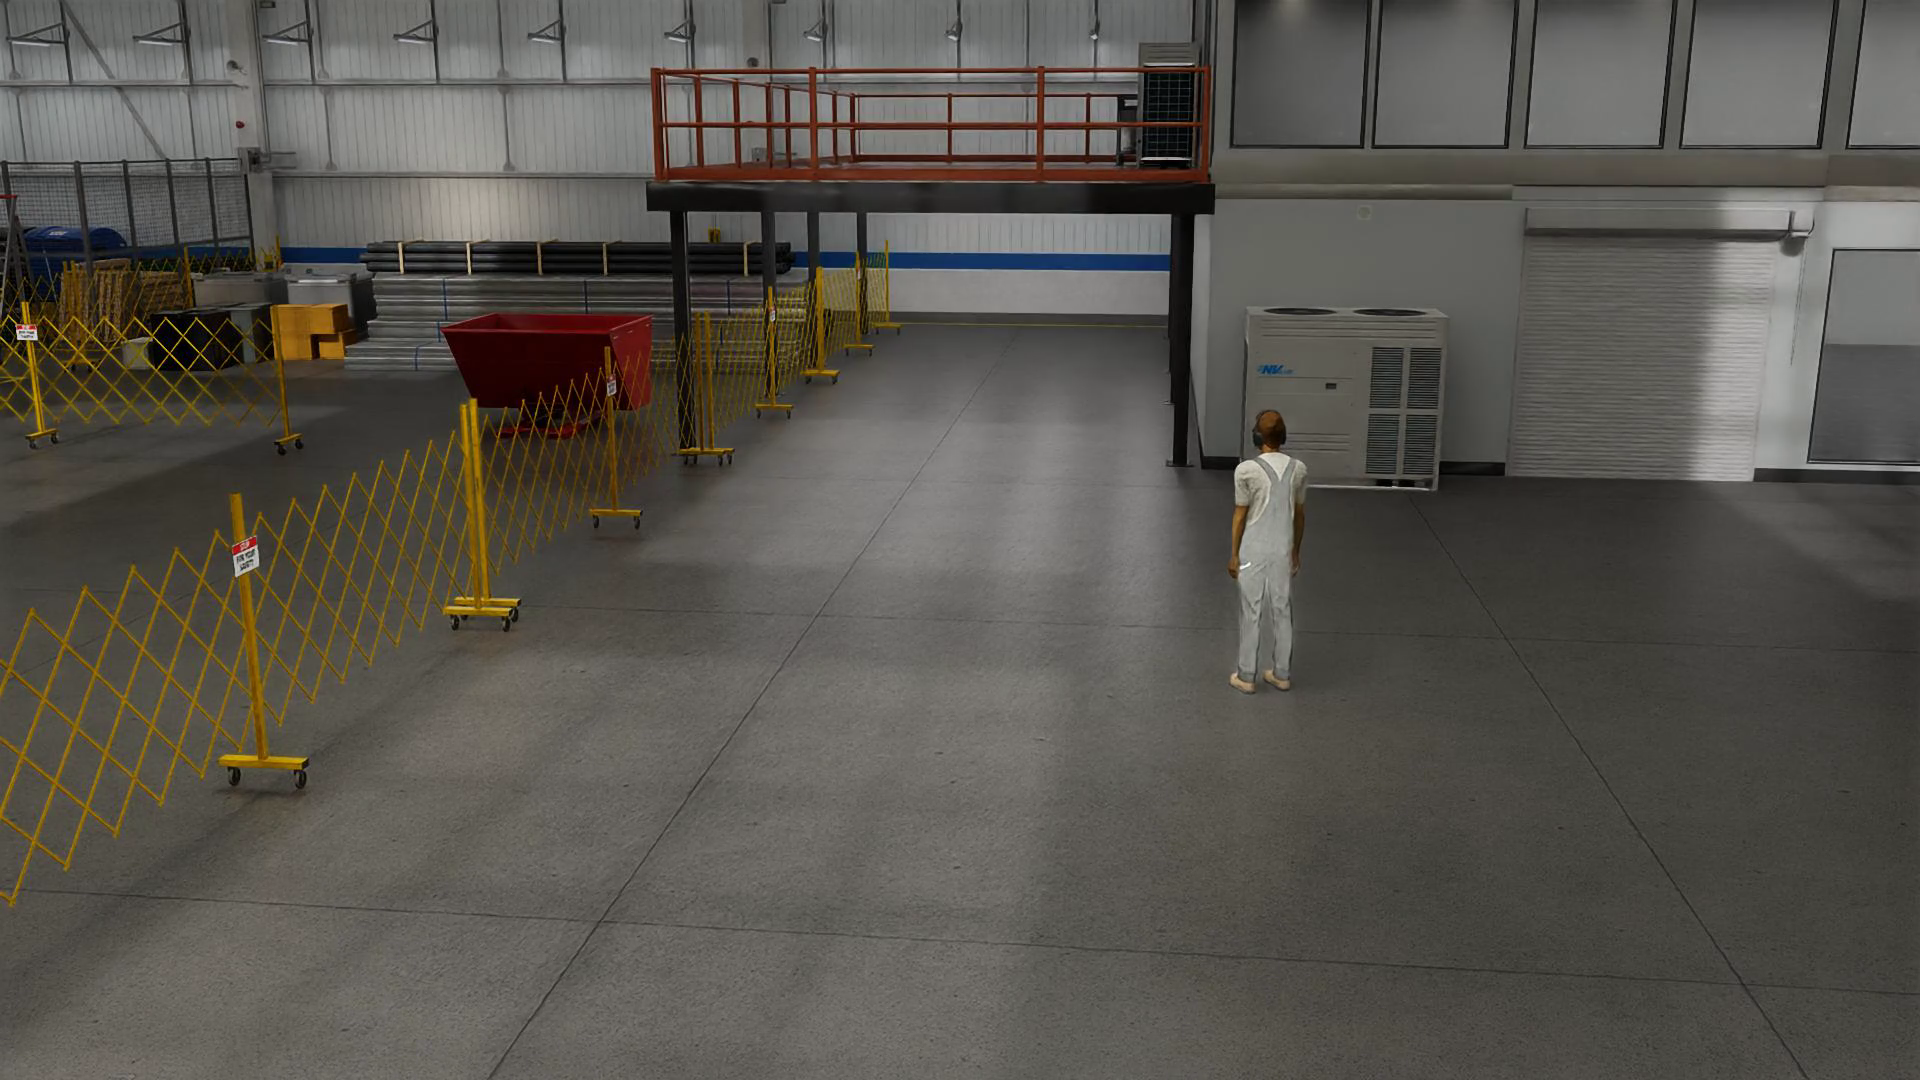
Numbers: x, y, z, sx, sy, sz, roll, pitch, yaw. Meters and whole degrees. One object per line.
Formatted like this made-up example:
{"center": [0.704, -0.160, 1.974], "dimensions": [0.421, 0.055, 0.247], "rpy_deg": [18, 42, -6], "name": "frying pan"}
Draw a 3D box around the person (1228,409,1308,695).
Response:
{"center": [1.964, 0.082, 10.644], "dimensions": [0.501, 1.838, 0.350], "rpy_deg": [-5, 14, -18], "name": "person"}
